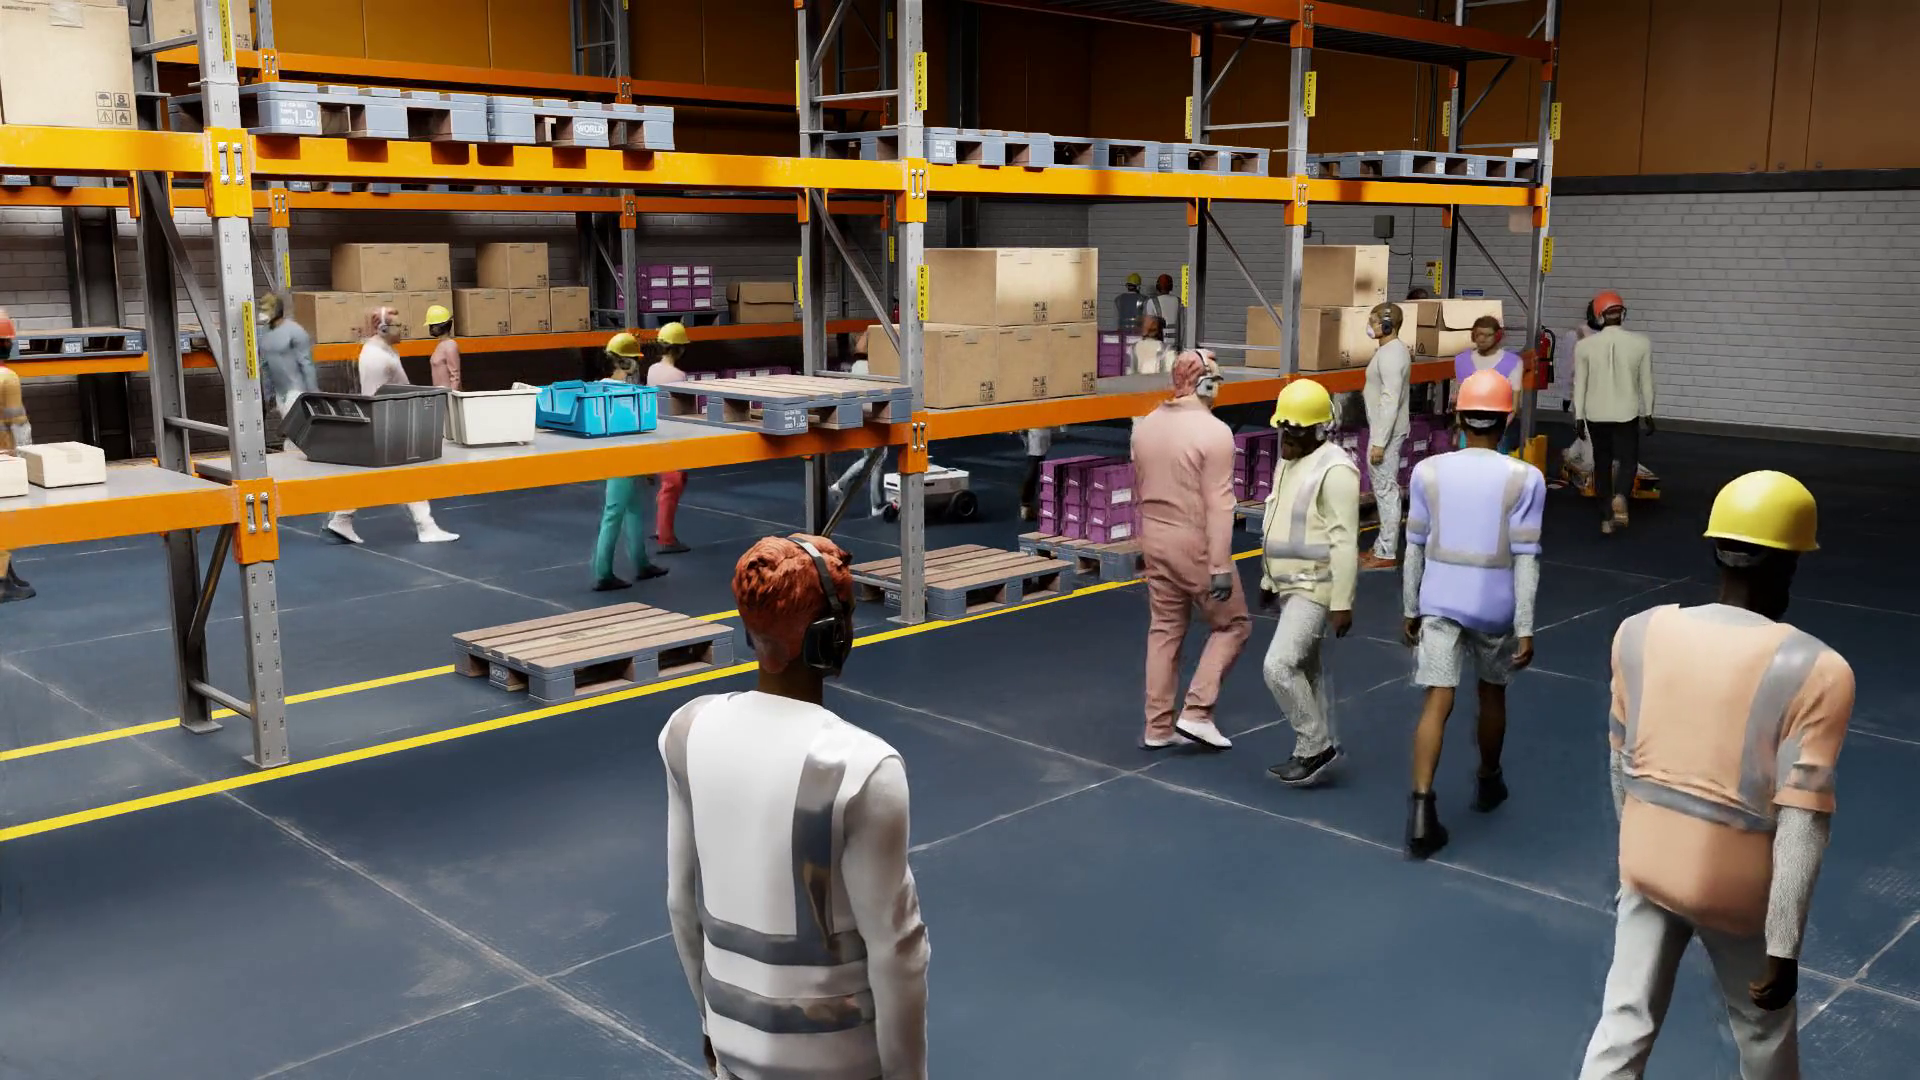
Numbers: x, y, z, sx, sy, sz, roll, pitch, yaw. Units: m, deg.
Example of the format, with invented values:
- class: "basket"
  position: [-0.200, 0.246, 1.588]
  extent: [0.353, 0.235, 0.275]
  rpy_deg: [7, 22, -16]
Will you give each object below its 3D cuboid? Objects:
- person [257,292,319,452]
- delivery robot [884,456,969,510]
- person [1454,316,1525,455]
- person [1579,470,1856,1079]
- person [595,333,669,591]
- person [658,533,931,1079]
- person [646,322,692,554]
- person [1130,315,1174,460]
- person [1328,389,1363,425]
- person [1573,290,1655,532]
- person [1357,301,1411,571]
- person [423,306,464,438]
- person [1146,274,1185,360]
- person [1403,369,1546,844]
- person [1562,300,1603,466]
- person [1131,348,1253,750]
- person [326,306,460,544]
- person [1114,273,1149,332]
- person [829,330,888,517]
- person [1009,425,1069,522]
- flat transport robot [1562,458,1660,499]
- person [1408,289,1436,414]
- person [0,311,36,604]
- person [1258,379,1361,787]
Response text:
- class: "person"
  position: [-6.269, -1.341, 15.440]
  extent: [0.650, 1.886, 0.840]
  rpy_deg: [7, 12, 33]
- class: "delivery robot"
  position: [-0.280, -0.464, 13.962]
  extent: [0.707, 0.478, 0.477]
  rpy_deg: [-7, 13, -34]
- class: "person"
  position: [4.127, -0.865, 13.095]
  extent: [0.556, 1.780, 1.052]
  rpy_deg: [7, 12, 33]
- class: "person"
  position: [1.786, 0.771, 3.914]
  extent: [0.999, 1.866, 0.597]
  rpy_deg: [-8, 13, -36]
- class: "person"
  position: [-2.219, -0.536, 11.355]
  extent: [0.742, 1.737, 0.555]
  rpy_deg: [-8, 13, -36]
- class: "person"
  position: [-0.286, 0.919, 3.067]
  extent: [0.575, 1.882, 0.355]
  rpy_deg: [8, 13, 36]
- class: "person"
  position: [-2.159, -0.766, 12.586]
  extent: [0.406, 1.748, 0.554]
  rpy_deg: [-7, 13, -35]
- class: "person"
  position: [1.958, -1.432, 16.617]
  extent: [0.525, 1.607, 0.762]
  rpy_deg: [7, 13, 35]
- class: "person"
  position: [3.881, -1.475, 16.900]
  extent: [0.524, 1.600, 0.475]
  rpy_deg: [-7, 12, -33]
- class: "person"
  position: [5.234, -1.011, 13.358]
  extent: [0.644, 1.967, 0.623]
  rpy_deg: [5, 11, 24]
- class: "person"
  position: [3.046, -0.741, 11.964]
  extent: [0.372, 1.940, 0.627]
  rpy_deg: [3, 11, 17]
- class: "person"
  position: [-4.770, -1.287, 15.437]
  extent: [0.327, 1.760, 0.523]
  rpy_deg: [-6, 12, -30]
- class: "person"
  position: [2.759, -2.638, 22.464]
  extent: [0.575, 1.881, 0.356]
  rpy_deg: [-4, 11, -20]
- class: "person"
  position: [2.030, 0.262, 6.670]
  extent: [0.549, 1.886, 0.993]
  rpy_deg: [6, 12, 28]
- class: "person"
  position: [6.067, -1.426, 16.049]
  extent: [0.635, 1.821, 0.798]
  rpy_deg: [-3, 11, -15]
- class: "person"
  position: [1.088, 0.061, 7.725]
  extent: [0.505, 1.888, 0.678]
  rpy_deg: [-6, 12, -31]
- class: "person"
  position: [-4.489, -0.878, 12.921]
  extent: [0.955, 1.870, 0.647]
  rpy_deg: [-4, 11, -23]
- class: "person"
  position: [2.644, -3.147, 25.370]
  extent: [0.589, 1.834, 0.403]
  rpy_deg: [6, 12, 28]
- class: "person"
  position: [-0.804, -0.980, 14.148]
  extent: [0.523, 1.619, 0.504]
  rpy_deg: [-6, 12, -30]
- class: "person"
  position: [0.681, -0.998, 14.046]
  extent: [0.536, 1.674, 0.549]
  rpy_deg: [-8, 13, -37]
- class: "flat transport robot"
  position: [6.135, -0.593, 15.707]
  extent: [0.652, 0.197, 1.431]
  rpy_deg: [2, 11, 12]
- class: "person"
  position: [4.701, -1.677, 17.328]
  extent: [0.607, 1.875, 0.999]
  rpy_deg: [10, 14, 42]
- class: "person"
  position: [-6.278, -0.543, 10.941]
  extent: [0.567, 1.915, 0.522]
  rpy_deg: [5, 12, 26]
- class: "person"
  position: [1.486, 0.199, 7.208]
  extent: [0.432, 1.801, 0.638]
  rpy_deg: [-2, 11, -8]
